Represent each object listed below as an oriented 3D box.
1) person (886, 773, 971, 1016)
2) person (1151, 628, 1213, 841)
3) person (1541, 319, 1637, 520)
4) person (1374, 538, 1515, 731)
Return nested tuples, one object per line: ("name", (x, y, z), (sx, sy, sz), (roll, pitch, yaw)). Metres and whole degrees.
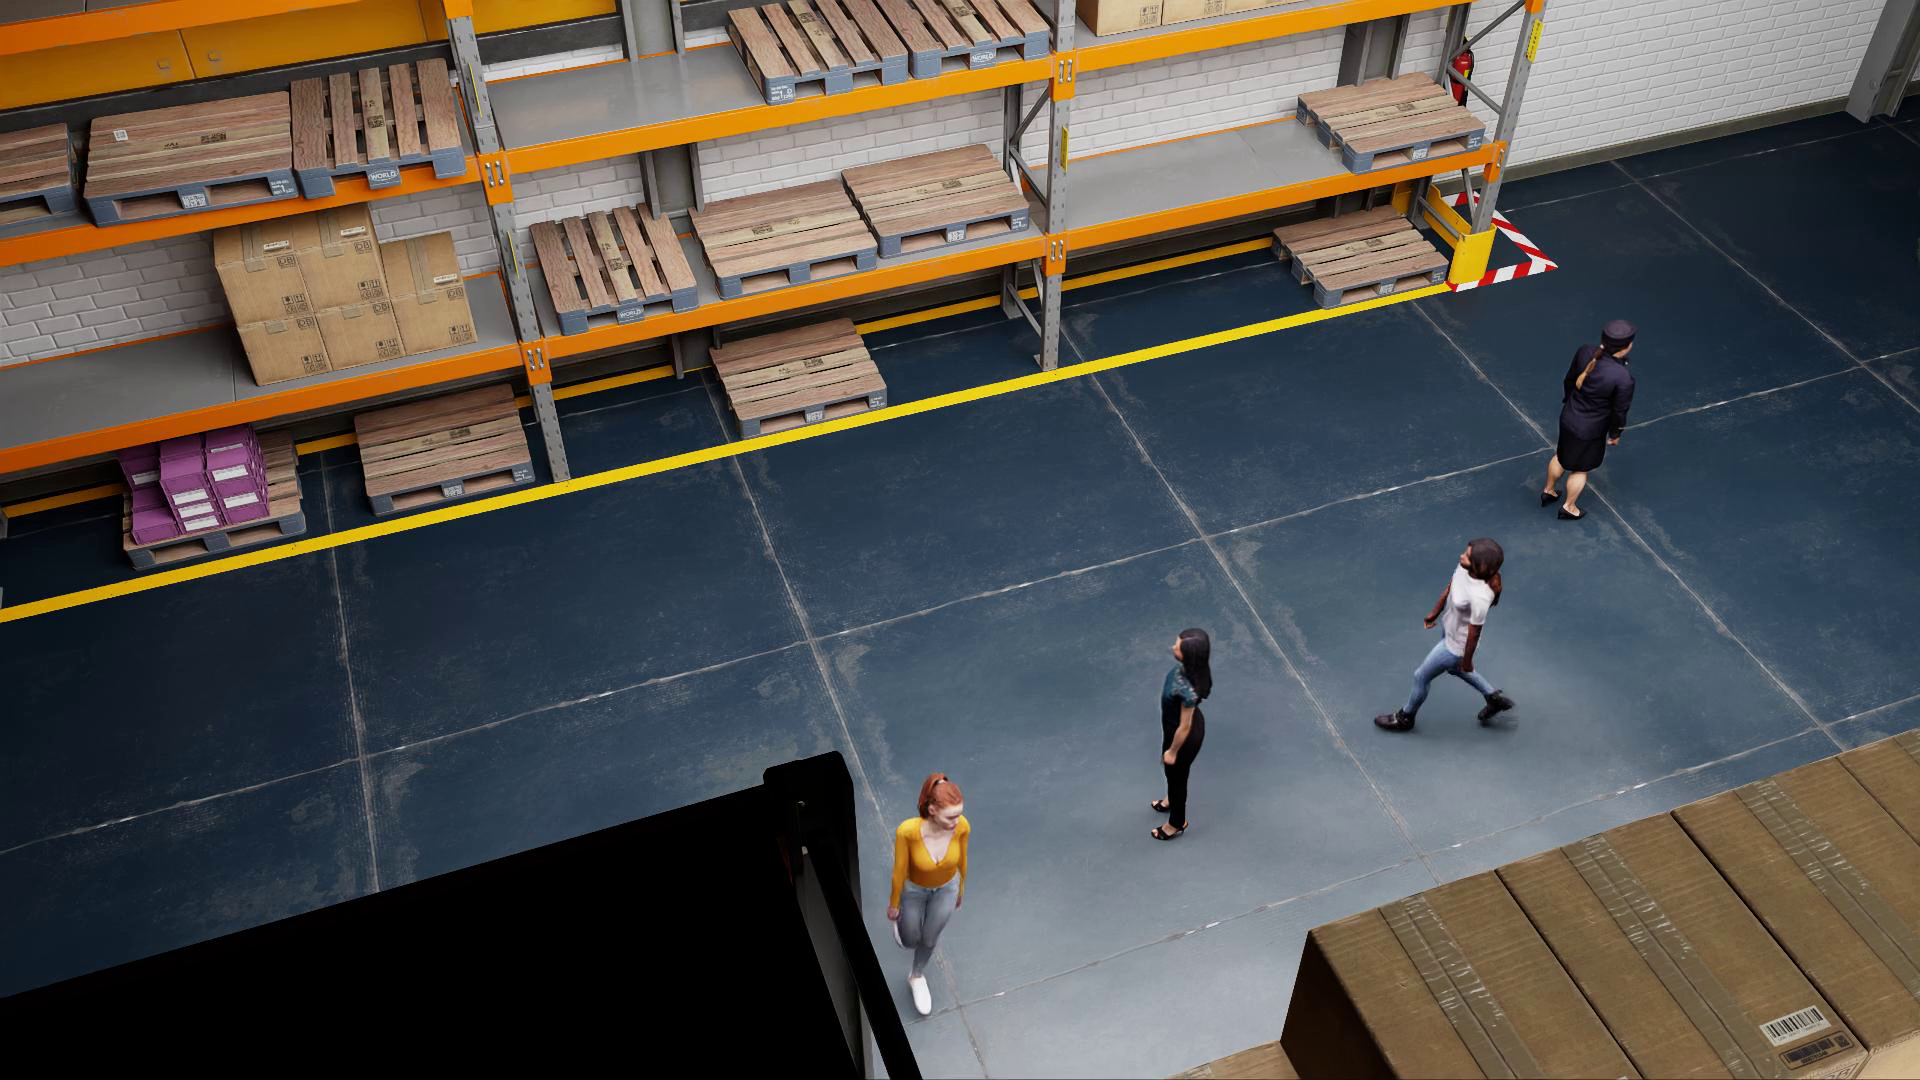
("person", (-0.192, 1.828, 8.986), (0.821, 1.722, 0.739), (-7, 44, -7))
("person", (1.292, 1.128, 9.711), (0.640, 1.737, 0.631), (7, 44, 7))
("person", (4.462, -0.847, 11.832), (0.662, 1.671, 0.724), (-21, 47, -20))
("person", (3.154, 0.613, 10.282), (1.178, 1.693, 0.922), (5, 44, 5))
